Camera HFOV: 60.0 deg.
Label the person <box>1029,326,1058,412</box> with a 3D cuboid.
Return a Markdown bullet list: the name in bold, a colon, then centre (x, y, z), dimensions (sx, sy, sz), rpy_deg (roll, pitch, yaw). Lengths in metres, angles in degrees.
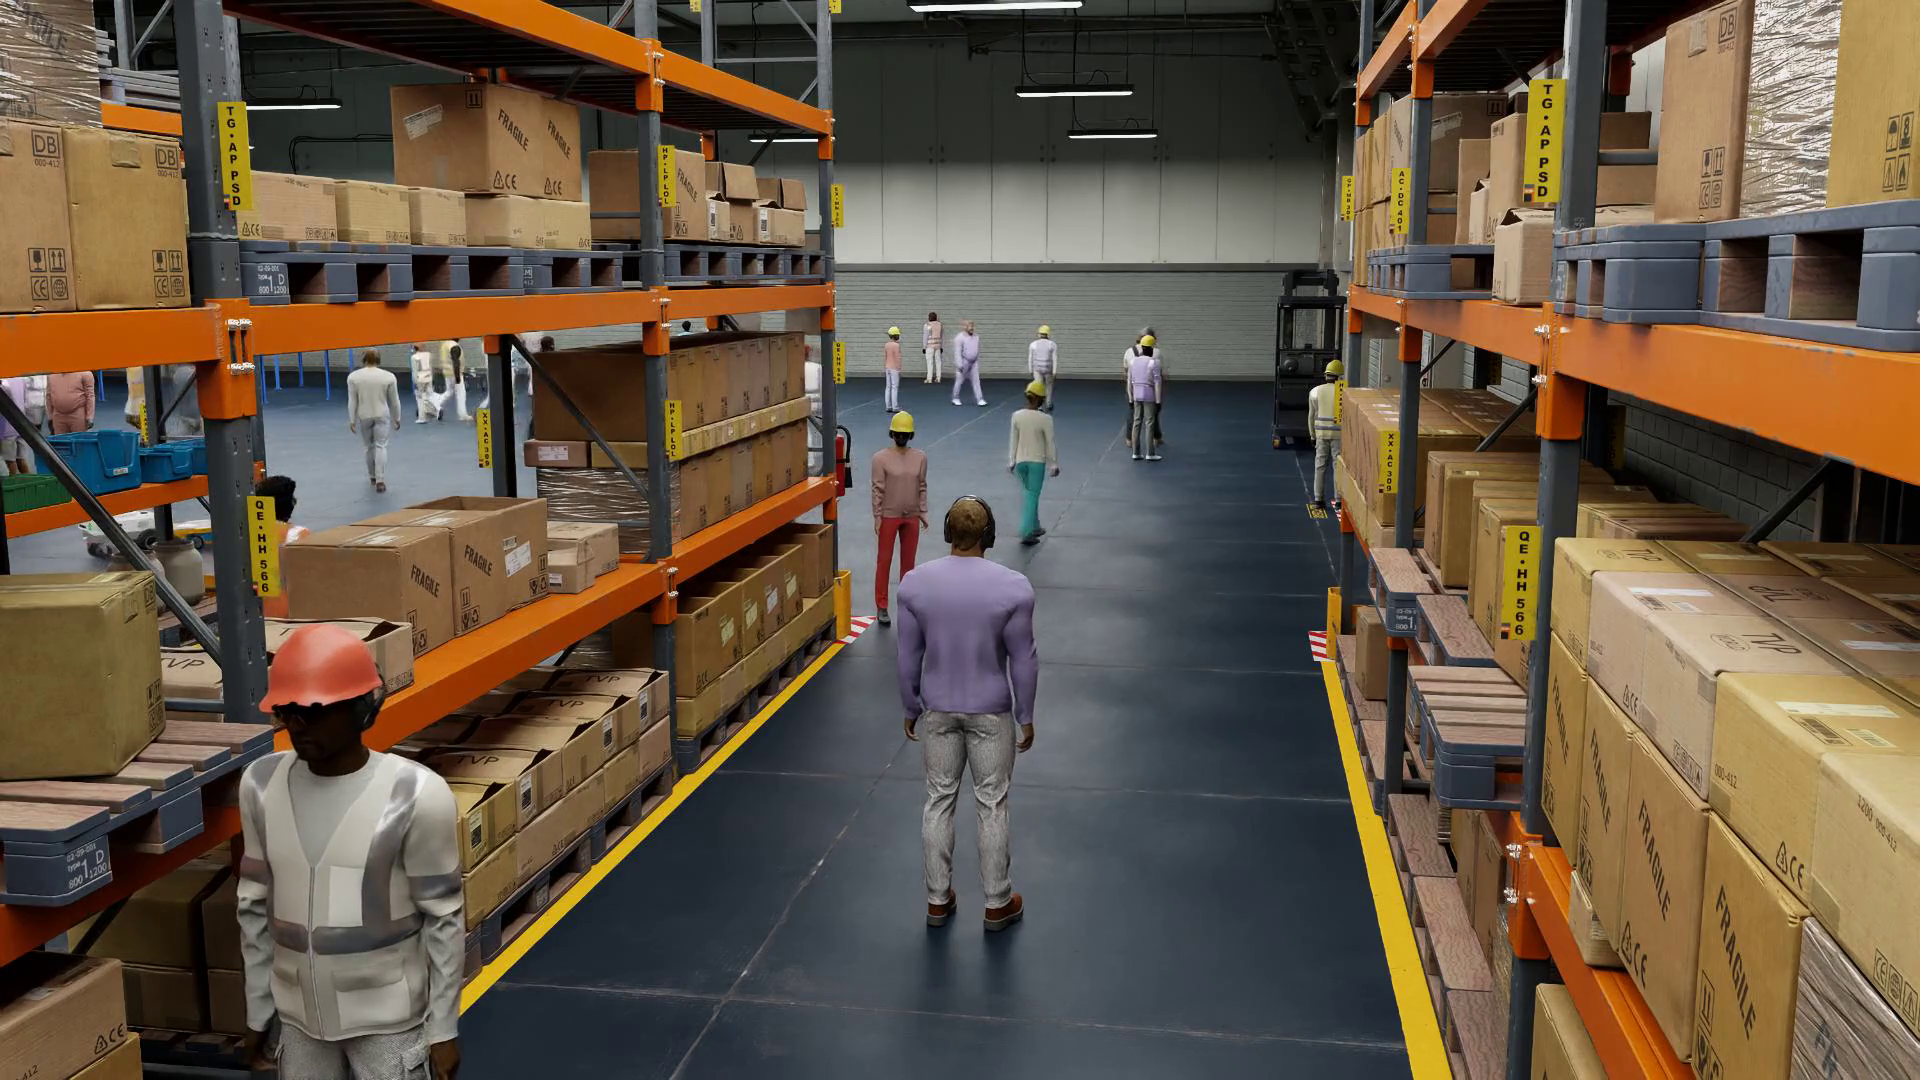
- **person**: centre (1.725, -3.498, 34.154), dimensions (0.610, 1.781, 0.914), rpy_deg (2, 9, 13)

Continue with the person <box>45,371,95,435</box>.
- **person**: centre (-12.118, -1.687, 22.638), dimensions (0.639, 1.908, 0.409), rpy_deg (0, 9, -3)

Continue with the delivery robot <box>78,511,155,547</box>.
- **delivery robot**: centre (-8.674, -0.148, 17.144), dimensions (0.477, 0.478, 0.707), rpy_deg (9, 13, 44)

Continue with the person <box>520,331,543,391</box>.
- **person**: centre (-10.316, -4.487, 40.231), dimensions (0.532, 1.802, 1.042), rpy_deg (-6, 11, -32)

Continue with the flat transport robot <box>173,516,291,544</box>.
- **flat transport robot**: centre (-7.951, -0.094, 17.964), dimensions (1.431, 0.197, 0.652), rpy_deg (-5, 10, -30)

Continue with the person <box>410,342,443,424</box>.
- **person**: centre (-10.205, -3.025, 31.756), dimensions (0.573, 1.614, 0.537), rpy_deg (5, 11, 29)

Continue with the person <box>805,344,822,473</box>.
- **person**: centre (-2.294, -1.926, 24.229), dimensions (0.622, 1.863, 0.609), rpy_deg (-9, 13, -43)

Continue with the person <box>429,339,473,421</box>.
- **person**: centre (-10.011, -3.245, 32.557), dimensions (0.709, 1.816, 0.640), rpy_deg (-7, 12, -38)

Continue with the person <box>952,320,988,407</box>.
- **person**: centre (0.175, -3.818, 35.958), dimensions (0.671, 1.856, 1.009), rpy_deg (-7, 12, -37)

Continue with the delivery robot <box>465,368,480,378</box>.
- **delivery robot**: centre (-11.912, -4.090, 40.656), dimensions (0.335, 0.223, 0.698), rpy_deg (-4, 10, -23)

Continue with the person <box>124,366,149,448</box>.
- **person**: centre (-13.026, -2.308, 26.415), dimensions (0.555, 1.920, 0.475), rpy_deg (5, 10, 28)

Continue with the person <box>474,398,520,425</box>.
- **person**: centre (-8.759, -3.116, 31.422), dimensions (0.745, 1.918, 0.615), rpy_deg (-8, 12, -40)

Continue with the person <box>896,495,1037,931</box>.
- **person**: centre (0.034, 0.765, 7.414), dimensions (0.635, 1.937, 0.353), rpy_deg (2, 10, 15)

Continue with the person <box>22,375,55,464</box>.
- **person**: centre (-13.745, -2.050, 24.937), dimensions (0.561, 1.881, 0.961), rpy_deg (-8, 12, -40)

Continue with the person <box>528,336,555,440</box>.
- **person**: centre (-6.542, -2.317, 26.622), dimensions (0.982, 1.864, 0.621), rpy_deg (-7, 11, -35)

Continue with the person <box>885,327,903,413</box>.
- **person**: centre (-1.371, -3.499, 34.299), dimensions (0.363, 1.778, 0.527), rpy_deg (-6, 11, -34)

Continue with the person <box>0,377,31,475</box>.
- **person**: centre (-11.346, -1.294, 19.800), dimensions (0.395, 2.038, 0.615), rpy_deg (0, 9, -2)

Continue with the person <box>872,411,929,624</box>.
- **person**: centre (-0.489, -0.193, 13.857), dimensions (0.526, 1.765, 0.329), rpy_deg (-5, 11, -29)

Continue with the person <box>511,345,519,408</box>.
- **person**: centre (-9.508, -3.525, 34.838), dimensions (0.541, 1.621, 0.490), rpy_deg (4, 10, 21)

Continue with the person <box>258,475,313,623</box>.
- **person**: centre (-4.134, 0.446, 10.129), dimensions (0.549, 1.685, 0.434), rpy_deg (3, 10, 20)

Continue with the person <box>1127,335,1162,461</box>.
- **person**: centre (2.869, -2.194, 25.701), dimensions (0.590, 1.926, 0.388), rpy_deg (8, 12, 39)

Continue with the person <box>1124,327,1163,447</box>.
- **person**: centre (3.087, -2.578, 27.846), dimensions (0.699, 2.000, 0.730), rpy_deg (6, 11, 31)

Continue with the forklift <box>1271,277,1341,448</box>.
- **forklift**: centre (5.847, -3.016, 27.970), dimensions (1.129, 2.768, 1.873), rpy_deg (1, 9, 9)

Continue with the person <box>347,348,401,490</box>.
- **person**: centre (-7.877, -1.640, 22.426), dimensions (0.647, 1.882, 0.992), rpy_deg (-1, 9, -9)

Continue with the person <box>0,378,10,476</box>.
- **person**: centre (-11.401, -1.151, 19.502), dimensions (1.012, 1.844, 0.589), rpy_deg (-1, 9, -8)

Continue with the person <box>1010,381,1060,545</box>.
- **person**: centre (0.854, -0.843, 17.947), dimensions (0.543, 1.737, 0.773), rpy_deg (8, 12, 39)

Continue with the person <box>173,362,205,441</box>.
- **person**: centre (-10.468, -1.666, 22.520), dimensions (0.633, 1.910, 0.852), rpy_deg (5, 11, 29)

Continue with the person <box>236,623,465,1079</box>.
- **person**: centre (-1.589, 1.215, 4.316), dimensions (0.606, 2.045, 0.389), rpy_deg (2, 9, 11)

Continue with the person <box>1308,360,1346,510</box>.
- **person**: centre (4.578, -1.292, 20.422), dimensions (0.600, 1.832, 0.404), rpy_deg (6, 11, 34)

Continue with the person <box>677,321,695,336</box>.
- **person**: centre (-6.679, -4.519, 40.739), dimensions (0.530, 1.697, 0.322), rpy_deg (0, 9, 2)

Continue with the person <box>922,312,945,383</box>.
- **person**: centre (-0.714, -5.022, 43.404), dimensions (0.636, 1.842, 0.429), rpy_deg (-6, 11, -33)

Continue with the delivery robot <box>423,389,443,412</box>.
- **delivery robot**: centre (-10.688, -2.818, 33.608), dimensions (0.477, 0.478, 0.707), rpy_deg (-1, 9, -6)
